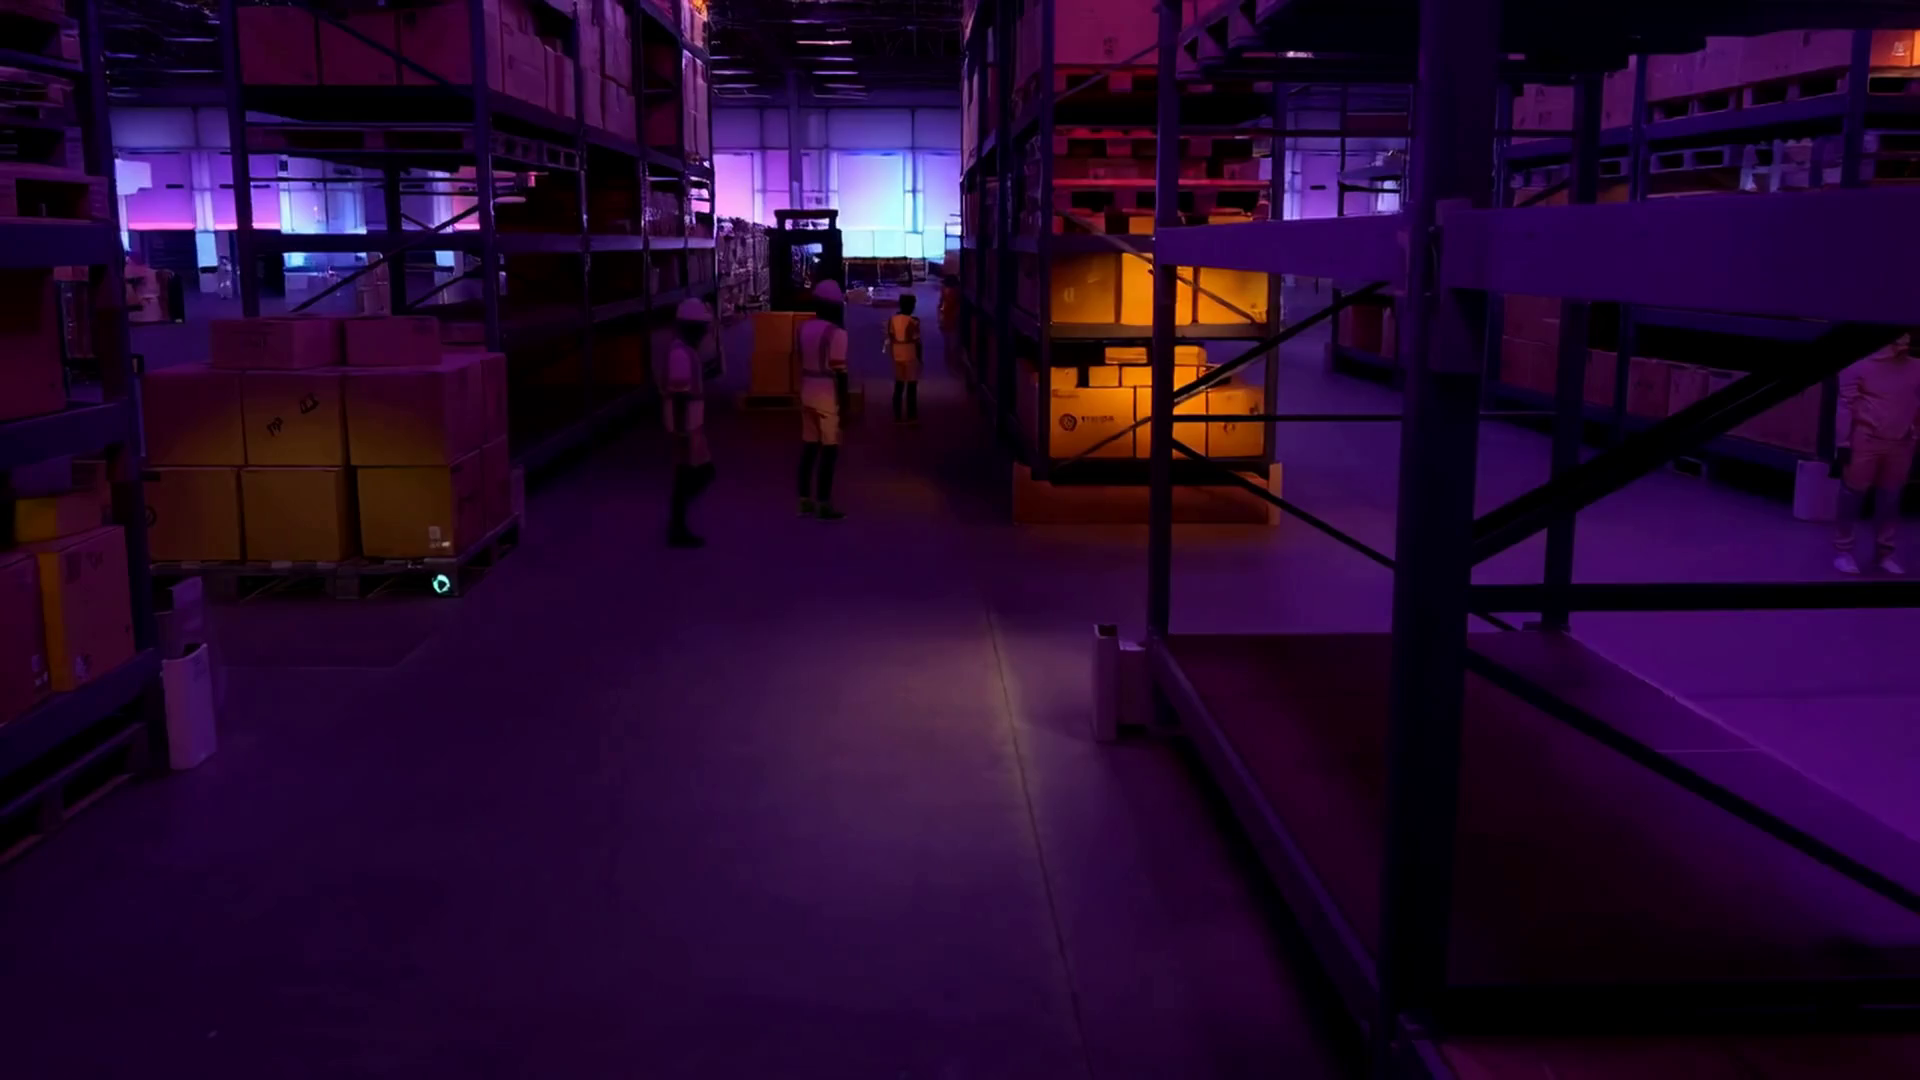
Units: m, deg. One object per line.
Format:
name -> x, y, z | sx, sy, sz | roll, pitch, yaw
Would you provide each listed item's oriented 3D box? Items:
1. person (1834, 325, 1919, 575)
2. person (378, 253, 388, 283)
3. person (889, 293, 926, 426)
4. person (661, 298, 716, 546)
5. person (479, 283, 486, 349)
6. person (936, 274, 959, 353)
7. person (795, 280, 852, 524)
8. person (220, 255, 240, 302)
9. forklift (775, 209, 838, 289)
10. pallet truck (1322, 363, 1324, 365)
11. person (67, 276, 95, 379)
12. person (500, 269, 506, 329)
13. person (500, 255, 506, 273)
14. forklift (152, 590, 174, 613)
person -> 6.512, -0.695, 11.741 | 0.642, 1.900, 0.401 | 0, 10, -2
person -> -21.587, -9.779, 62.295 | 0.401, 1.919, 0.582 | 0, 10, 0
person -> -0.679, -2.303, 21.259 | 0.531, 1.692, 0.320 | 9, 13, 41
person -> -2.068, -0.879, 12.722 | 0.475, 1.916, 0.555 | -1, 10, -6
person -> -8.486, -3.885, 30.272 | 0.457, 1.622, 0.540 | 2, 10, 11
person -> -0.282, -4.686, 34.570 | 0.704, 1.666, 0.554 | 3, 11, 18
person -> -1.132, -1.161, 13.989 | 0.453, 2.030, 0.618 | -9, 14, -41
person -> -28.523, -10.203, 64.949 | 0.873, 1.803, 0.651 | -9, 14, -42
forklift -> -2.285, -3.577, 25.046 | 1.129, 2.768, 1.873 | 0, 10, -2
pallet truck -> 7.712, -4.157, 30.737 | 1.885, 1.965, 0.823 | 3, 11, 16
person -> -15.083, -3.626, 28.447 | 0.527, 1.767, 0.346 | 9, 14, 41
person -> -12.445, -6.624, 44.668 | 0.543, 1.932, 0.365 | 4, 11, 20
person -> -15.977, -9.083, 58.059 | 0.917, 2.000, 0.682 | -6, 12, -28
forklift -> -5.858, -0.811, 9.639 | 1.873, 2.768, 1.129 | -1, 10, -3
